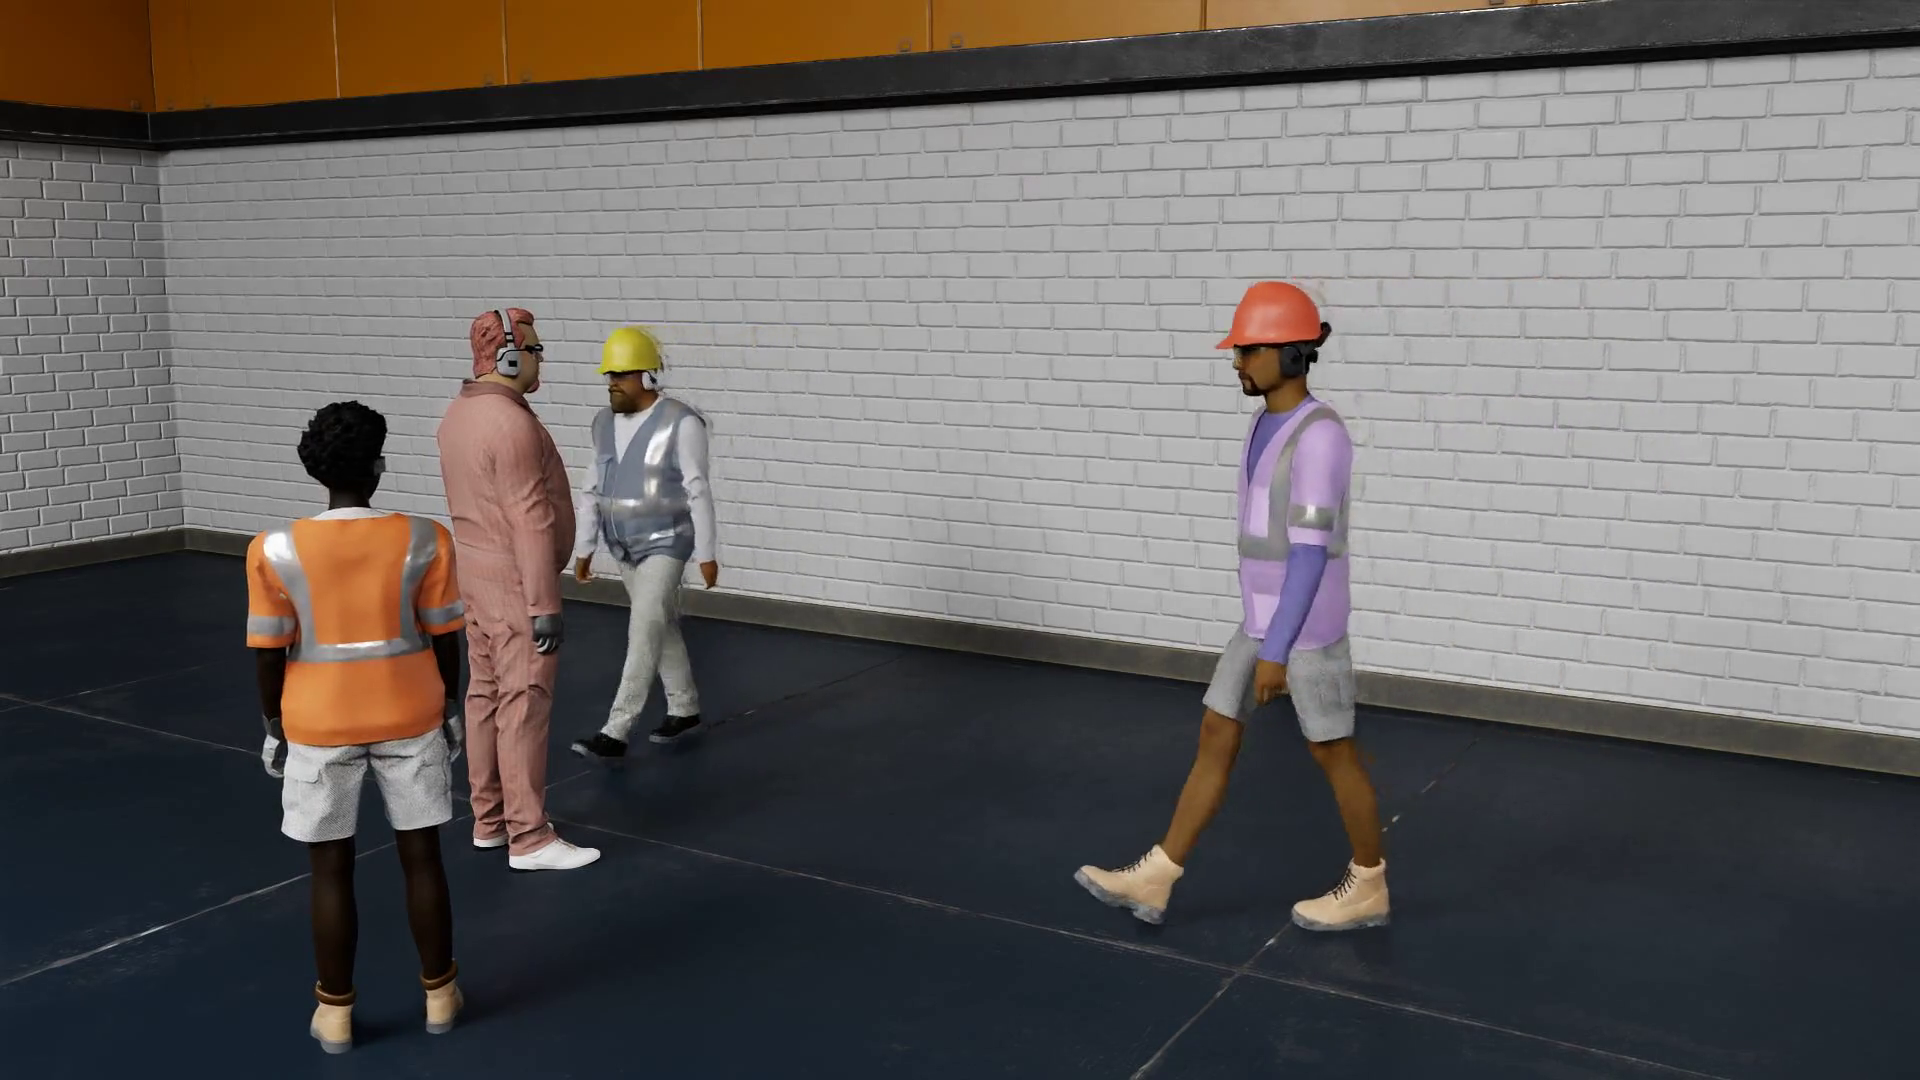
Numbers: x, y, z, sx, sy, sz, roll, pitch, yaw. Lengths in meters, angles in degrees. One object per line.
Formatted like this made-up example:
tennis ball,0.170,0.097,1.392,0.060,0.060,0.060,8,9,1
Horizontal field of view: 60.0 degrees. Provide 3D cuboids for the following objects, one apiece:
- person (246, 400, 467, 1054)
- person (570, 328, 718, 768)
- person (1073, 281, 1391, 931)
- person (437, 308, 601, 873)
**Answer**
person,-1.558,0.486,4.349,0.537,1.698,0.320,-4,10,-22
person,-1.384,0.029,6.901,0.623,1.787,0.888,7,11,36
person,0.885,0.237,4.989,1.026,1.988,0.637,-2,9,-10
person,-1.510,0.170,5.676,0.410,1.909,0.642,-7,11,-37
